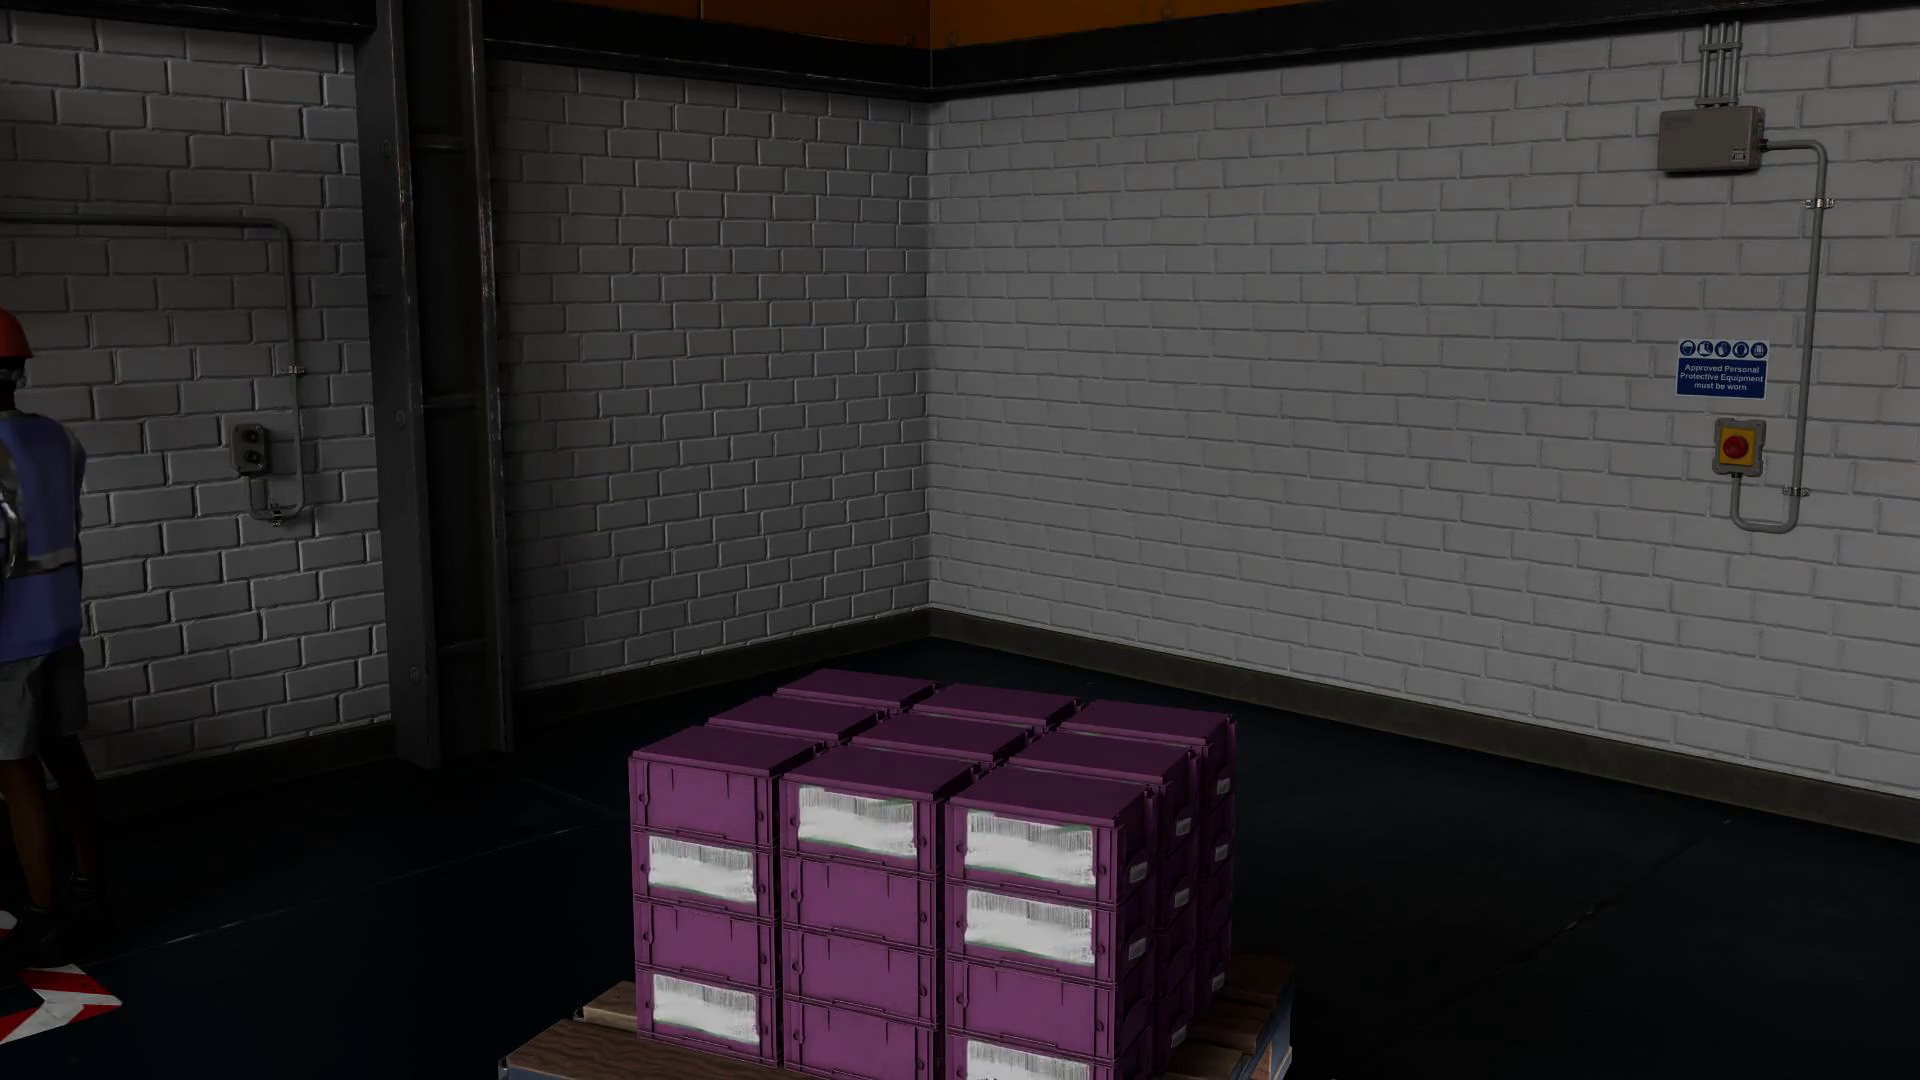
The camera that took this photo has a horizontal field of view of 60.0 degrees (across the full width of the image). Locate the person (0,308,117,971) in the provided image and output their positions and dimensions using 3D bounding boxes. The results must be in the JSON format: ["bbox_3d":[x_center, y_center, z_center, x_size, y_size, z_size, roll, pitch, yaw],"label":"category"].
[{"bbox_3d":[-2.758,0.278,4.824,0.372,1.935,0.551,0,9,3],"label":"person"}]
